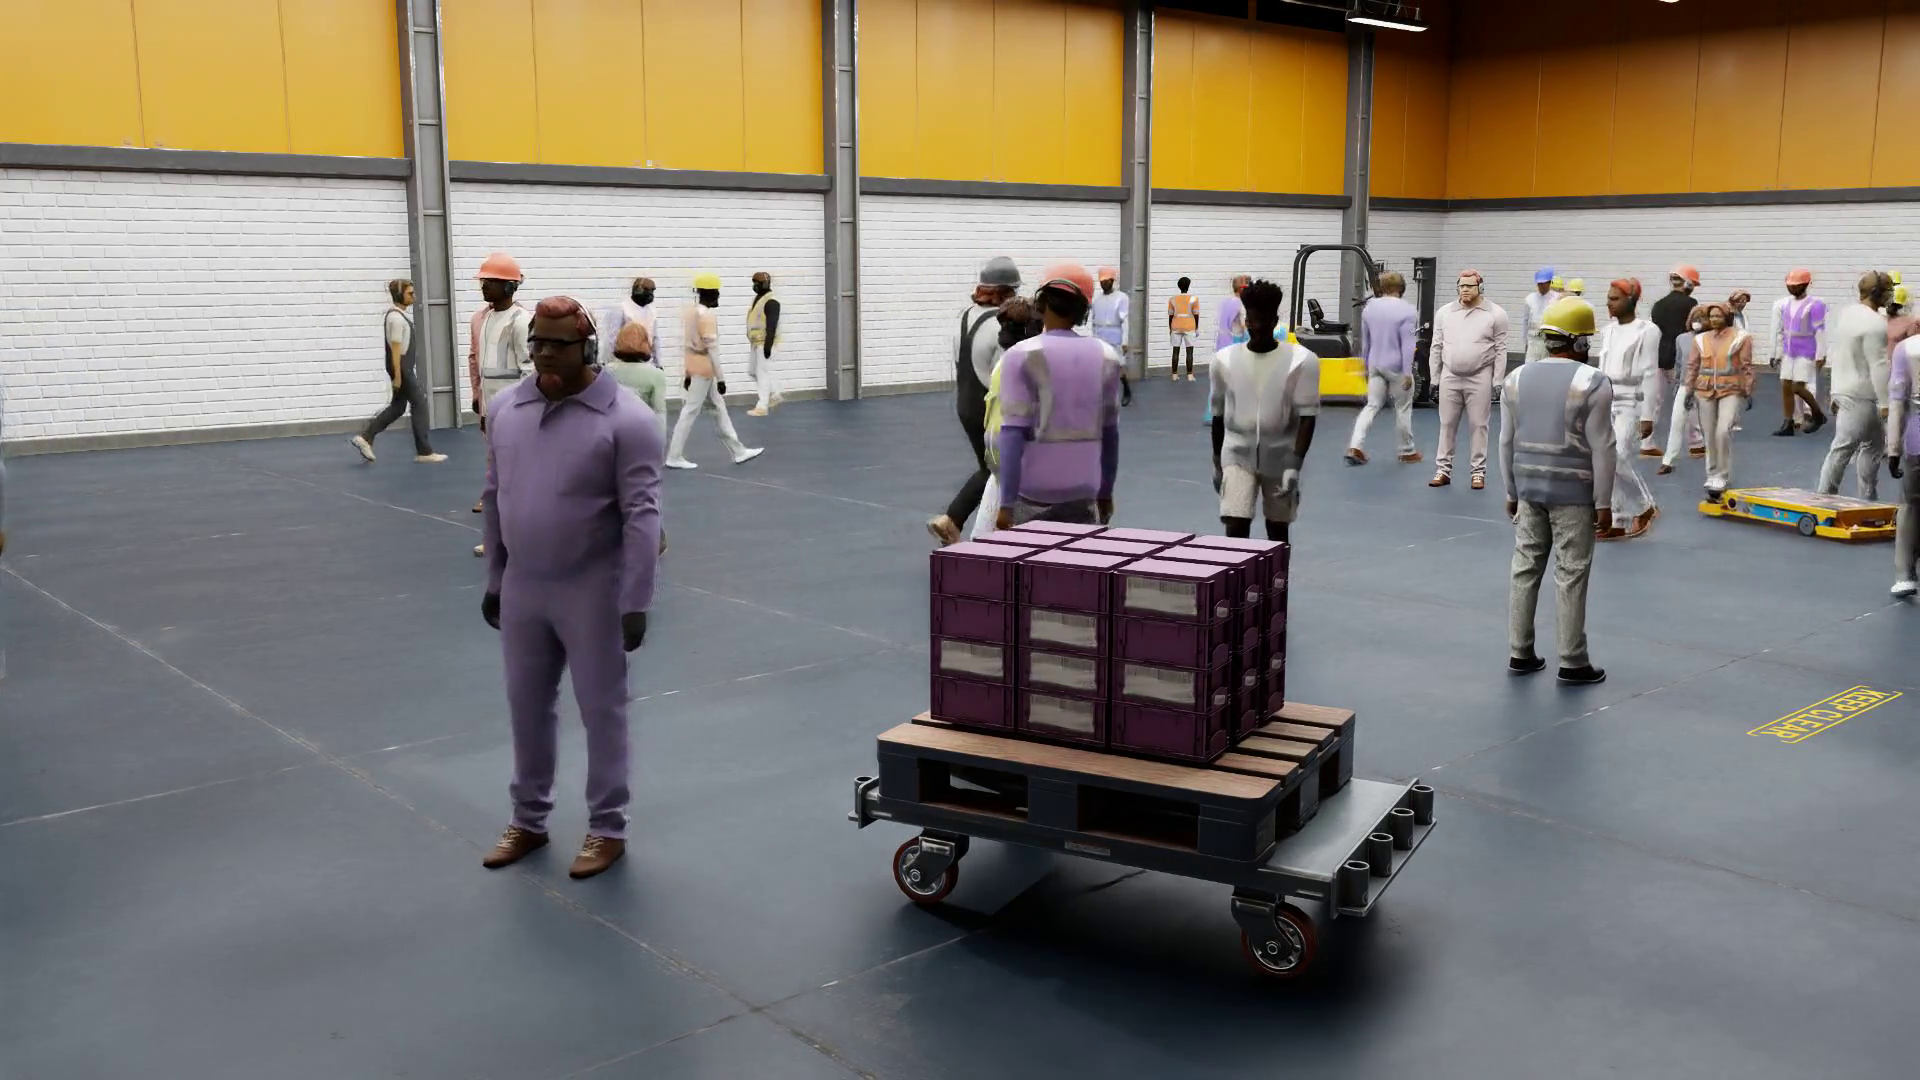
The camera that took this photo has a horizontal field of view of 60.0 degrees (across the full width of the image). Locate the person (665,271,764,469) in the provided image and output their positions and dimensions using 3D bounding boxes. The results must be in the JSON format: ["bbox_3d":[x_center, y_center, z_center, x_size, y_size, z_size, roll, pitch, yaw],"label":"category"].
[{"bbox_3d":[-2.377,-1.609,15.834,1.006,1.873,0.610,-4,10,-20],"label":"person"}]

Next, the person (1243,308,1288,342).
[{"bbox_3d":[3.007,-1.642,16.666,0.799,1.668,0.537,-9,13,-42],"label":"person"}]

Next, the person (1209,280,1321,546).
[{"bbox_3d":[1.590,-0.413,8.778,0.598,1.893,1.088,3,10,17],"label":"person"}]

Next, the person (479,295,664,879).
[{"bbox_3d":[-1.292,0.152,5.476,0.666,1.899,0.407,3,10,19],"label":"person"}]

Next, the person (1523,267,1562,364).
[{"bbox_3d":[7.413,-2.503,21.045,0.610,1.900,0.980,7,12,37],"label":"person"}]

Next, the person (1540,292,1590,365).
[{"bbox_3d":[6.847,-1.981,18.770,0.573,1.620,0.513,-7,12,-36],"label":"person"}]

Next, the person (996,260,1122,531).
[{"bbox_3d":[0.428,-0.233,7.415,0.683,2.004,0.467,-5,11,-29],"label":"person"}]

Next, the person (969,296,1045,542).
[{"bbox_3d":[0.276,-0.295,8.287,0.597,1.820,0.648,-6,11,-30],"label":"person"}]

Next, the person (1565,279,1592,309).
[{"bbox_3d":[8.405,-2.736,22.921,0.514,1.700,0.892,4,10,22],"label":"person"}]

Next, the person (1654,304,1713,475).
[{"bbox_3d":[6.878,-1.400,15.481,0.857,1.586,0.520,-8,12,-38],"label":"person"}]

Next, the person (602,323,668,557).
[{"bbox_3d":[-2.143,-0.616,10.856,0.509,1.588,0.843,1,10,3],"label":"person"}]

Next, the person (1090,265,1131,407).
[{"bbox_3d":[1.974,-2.609,21.598,0.561,1.913,0.789,5,11,26],"label":"person"}]

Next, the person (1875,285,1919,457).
[{"bbox_3d":[9.139,-1.651,16.498,0.704,1.724,0.581,-6,11,-32],"label":"person"}]

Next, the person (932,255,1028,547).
[{"bbox_3d":[0.224,-0.818,10.729,0.630,2.000,0.687,-5,11,-28],"label":"person"}]

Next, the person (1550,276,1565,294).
[{"bbox_3d":[8.263,-2.800,23.200,0.487,1.746,0.289,-7,12,-35],"label":"person"}]

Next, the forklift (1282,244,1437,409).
[{"bbox_3d":[5.256,-2.933,22.661,2.313,2.155,1.214,3,10,16],"label":"forklift"}]

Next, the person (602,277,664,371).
[{"bbox_3d":[-3.480,-1.883,17.689,0.619,1.794,0.648,5,11,27],"label":"person"}]

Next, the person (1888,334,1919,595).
[{"bbox_3d":[5.673,-0.558,9.620,0.592,1.904,0.666,5,11,26],"label":"person"}]

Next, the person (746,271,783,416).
[{"bbox_3d":[-2.507,-2.494,21.147,0.499,1.830,0.678,-4,11,-25],"label":"person"}]

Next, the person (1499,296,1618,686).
[{"bbox_3d":[2.849,-0.232,7.899,0.403,1.835,0.587,-7,12,-37],"label":"person"}]

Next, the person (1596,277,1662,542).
[{"bbox_3d":[4.644,-0.900,11.691,0.419,1.871,0.605,-2,10,-13],"label":"person"}]

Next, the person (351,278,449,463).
[{"bbox_3d":[-5.505,-1.638,16.181,0.837,1.824,0.515,-4,10,-22],"label":"person"}]

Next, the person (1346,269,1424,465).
[{"bbox_3d":[4.142,-1.665,16.101,0.912,1.906,0.642,-8,12,-37],"label":"person"}]

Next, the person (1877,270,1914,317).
[{"bbox_3d":[13.011,-2.855,23.303,0.591,1.825,0.403,3,10,16],"label":"person"}]

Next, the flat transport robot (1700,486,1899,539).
[{"bbox_3d":[6.313,-0.221,12.407,0.652,0.197,1.431,-3,10,-19],"label":"flat transport robot"}]

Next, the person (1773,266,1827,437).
[{"bbox_3d":[9.394,-2.096,18.583,0.566,1.914,0.587,-3,10,-17],"label":"person"}]

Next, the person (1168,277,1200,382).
[{"bbox_3d":[3.614,-3.401,26.885,0.534,1.695,0.319,4,11,24],"label":"person"}]

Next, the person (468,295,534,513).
[{"bbox_3d":[-3.582,-1.151,13.072,0.642,1.909,0.399,3,10,19],"label":"person"}]

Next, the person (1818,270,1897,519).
[{"bbox_3d":[6.893,-1.060,12.522,0.806,1.907,0.648,2,10,11],"label":"person"}]

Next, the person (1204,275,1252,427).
[{"bbox_3d":[3.333,-2.239,19.771,0.985,1.789,0.595,-2,10,-12],"label":"person"}]

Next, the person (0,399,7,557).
[{"bbox_3d":[-4.349,-0.111,7.012,0.639,1.906,0.961,0,10,3],"label":"person"}]

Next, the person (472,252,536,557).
[{"bbox_3d":[-3.023,-0.875,11.046,0.365,2.048,0.607,-9,13,-42],"label":"person"}]

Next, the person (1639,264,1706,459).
[{"bbox_3d":[7.193,-1.764,16.597,0.927,1.929,0.665,-4,10,-21],"label":"person"}]

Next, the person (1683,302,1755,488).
[{"bbox_3d":[6.554,-1.242,14.392,0.549,1.622,0.561,-9,13,-42],"label":"person"}]

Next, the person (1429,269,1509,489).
[{"bbox_3d":[4.406,-1.393,14.489,0.652,1.906,0.403,5,11,28],"label":"person"}]

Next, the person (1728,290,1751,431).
[{"bbox_3d":[8.917,-2.068,19.225,0.515,1.638,0.315,-7,12,-36],"label":"person"}]

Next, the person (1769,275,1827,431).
[{"bbox_3d":[9.623,-2.155,19.108,0.607,1.856,0.515,4,10,22],"label":"person"}]
